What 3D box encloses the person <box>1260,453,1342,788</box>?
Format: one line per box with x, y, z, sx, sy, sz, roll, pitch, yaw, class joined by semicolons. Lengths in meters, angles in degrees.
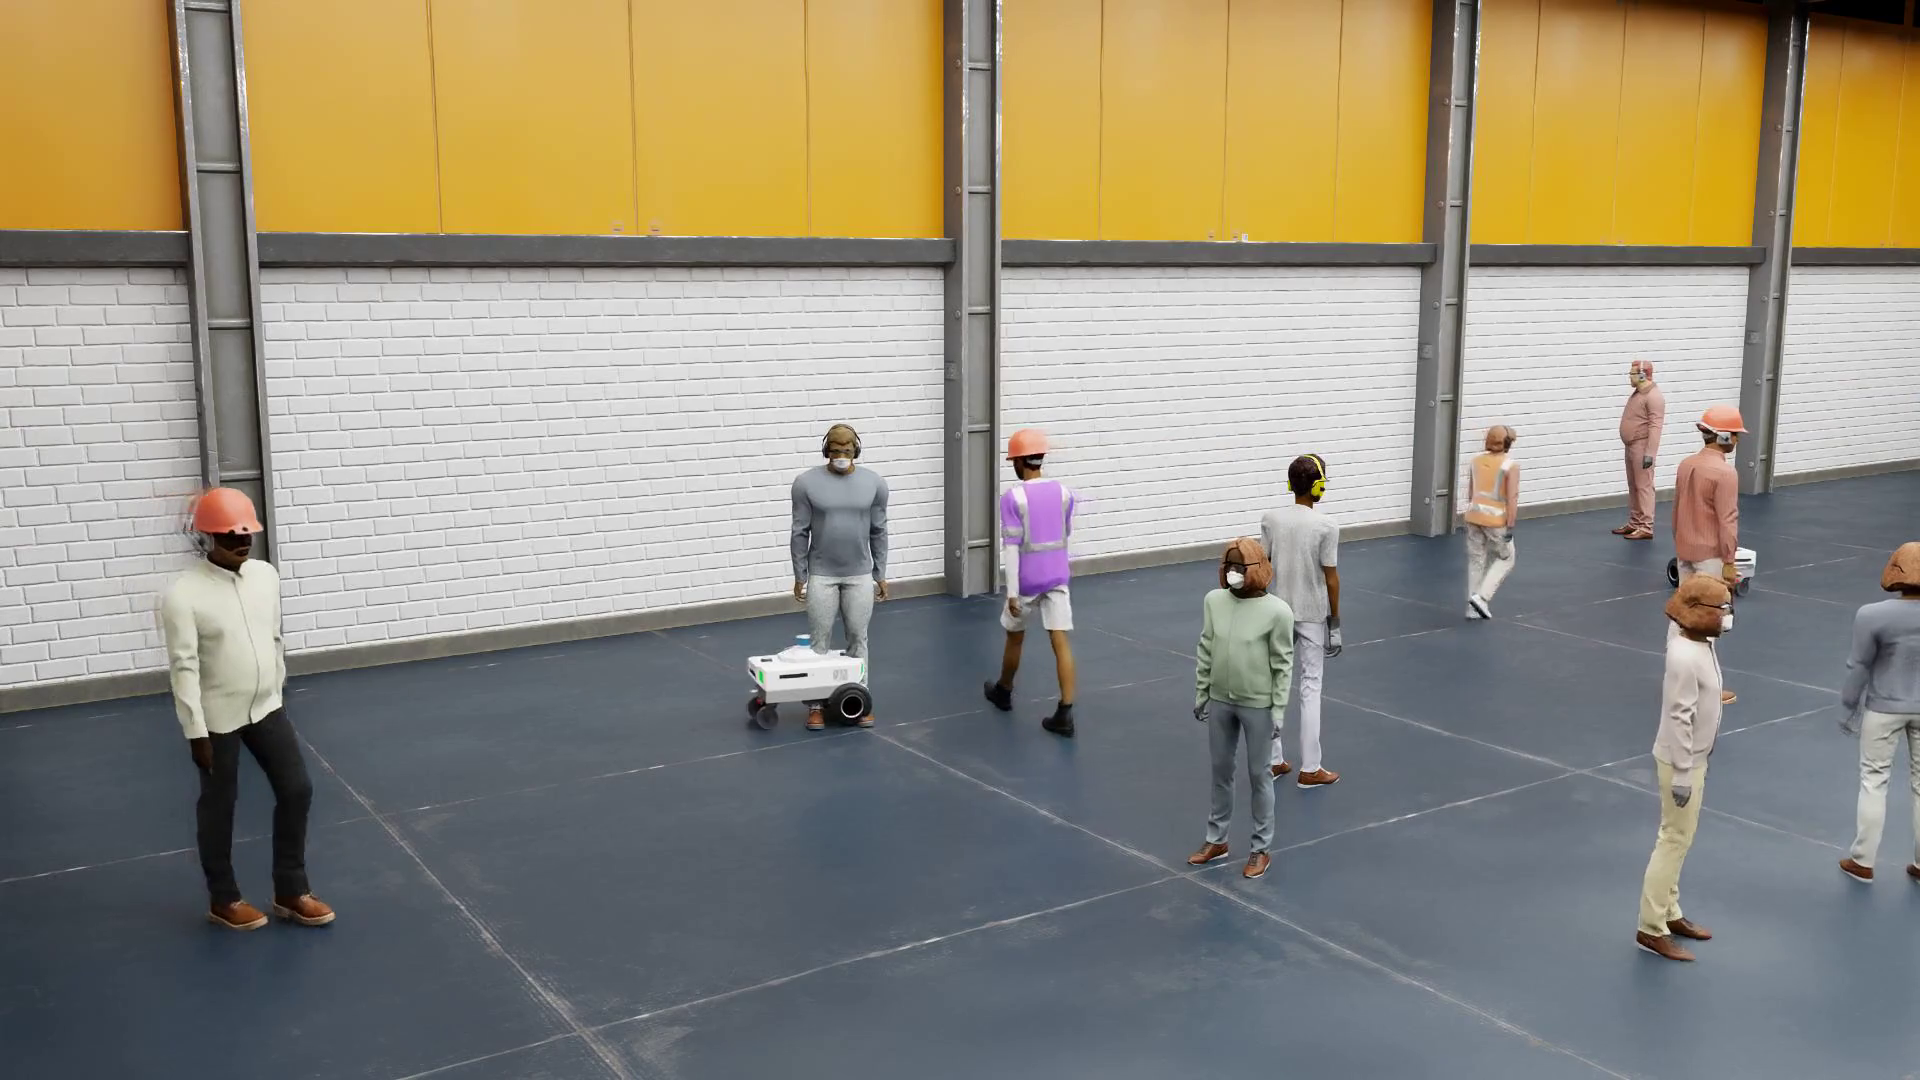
1.902;0.449;9.323;0.535;1.868;0.309;8;13;41;person

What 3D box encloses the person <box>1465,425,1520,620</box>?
4.312;-0.130;13.559;0.415;1.620;0.524;-6;11;-33;person

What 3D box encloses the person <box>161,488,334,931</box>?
-3.055;0.756;7.156;0.730;1.966;0.639;4;10;25;person

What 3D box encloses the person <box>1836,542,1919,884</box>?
4.425;0.817;7.825;0.511;1.627;0.277;2;10;10;person

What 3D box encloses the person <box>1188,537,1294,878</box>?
1.344;0.791;7.961;0.497;1.634;0.278;8;12;39;person

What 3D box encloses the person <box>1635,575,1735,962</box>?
3.081;0.950;7.051;0.320;1.632;0.518;5;11;29;person

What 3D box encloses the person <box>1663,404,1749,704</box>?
5.004;0.088;11.120;0.401;1.989;0.623;-1;10;-8;person

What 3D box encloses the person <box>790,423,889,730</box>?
-0.750;0.228;10.459;0.627;1.934;0.370;-2;10;-10;person

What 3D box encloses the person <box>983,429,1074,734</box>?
0.465;0.240;10.544;0.559;1.871;1.016;-4;10;-25;person

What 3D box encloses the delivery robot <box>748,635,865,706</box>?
-0.980;0.847;10.591;0.707;0.478;0.477;-3;10;-19;delivery robot

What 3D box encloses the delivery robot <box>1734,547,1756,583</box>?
6.734;0.149;14.797;0.477;0.478;0.707;-2;10;-11;delivery robot

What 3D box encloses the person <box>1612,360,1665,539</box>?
7.215;-0.959;17.697;0.402;1.904;0.652;1;9;3;person
